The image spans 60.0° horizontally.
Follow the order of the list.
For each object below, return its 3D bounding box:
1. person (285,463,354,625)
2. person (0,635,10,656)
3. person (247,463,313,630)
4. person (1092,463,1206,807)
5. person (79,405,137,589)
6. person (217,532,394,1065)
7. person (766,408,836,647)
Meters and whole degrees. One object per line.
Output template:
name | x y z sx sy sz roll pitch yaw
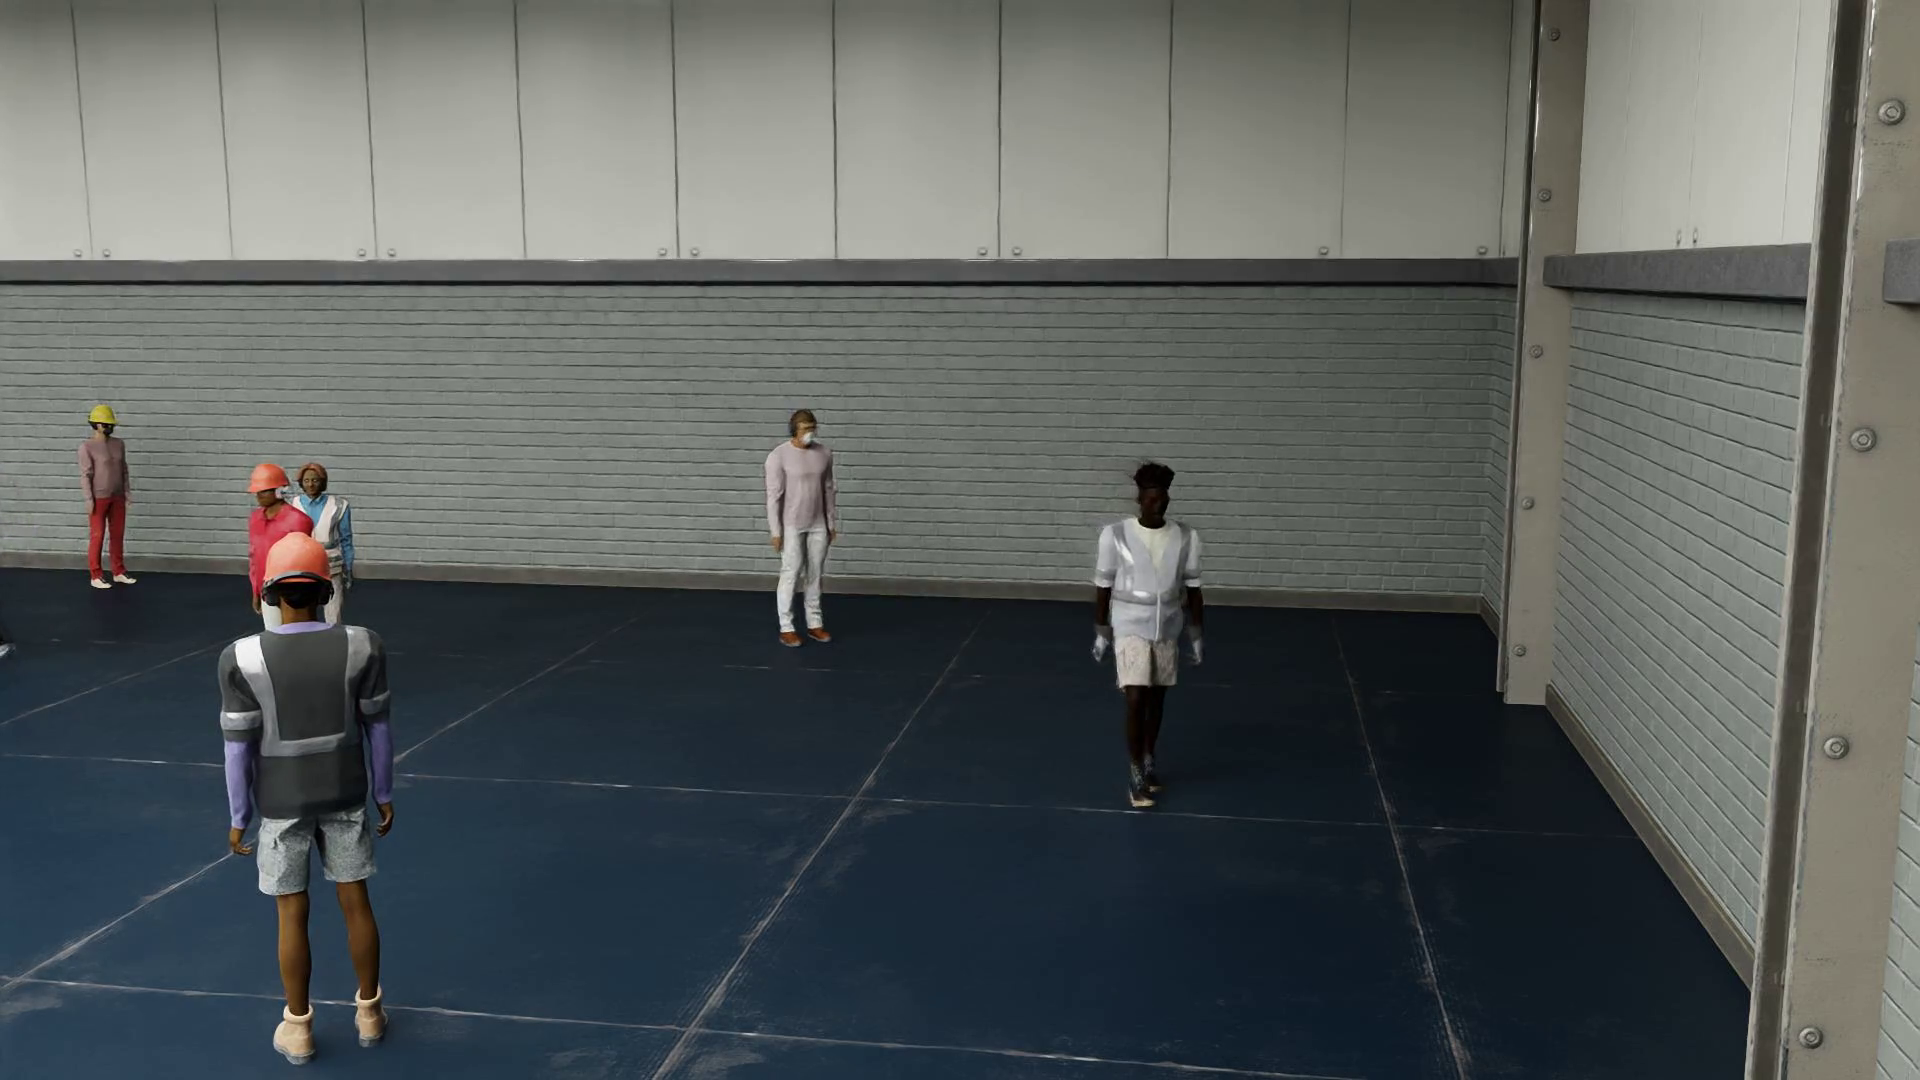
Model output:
person | -4.723 0.243 12.226 0.513 1.642 0.313 -3 10 -20
person | -7.736 0.089 12.496 0.593 1.875 1.019 5 10 27
person | -4.635 0.340 11.323 0.563 1.742 0.362 5 10 26
person | 1.114 0.541 9.437 0.637 1.943 0.755 -2 9 -13
person | -8.163 -0.415 15.934 0.343 1.756 0.518 3 10 18
person | -2.509 0.984 6.422 0.615 2.041 0.392 -6 11 -31
person | -1.276 -0.107 13.501 0.639 1.933 0.372 -8 12 -39
